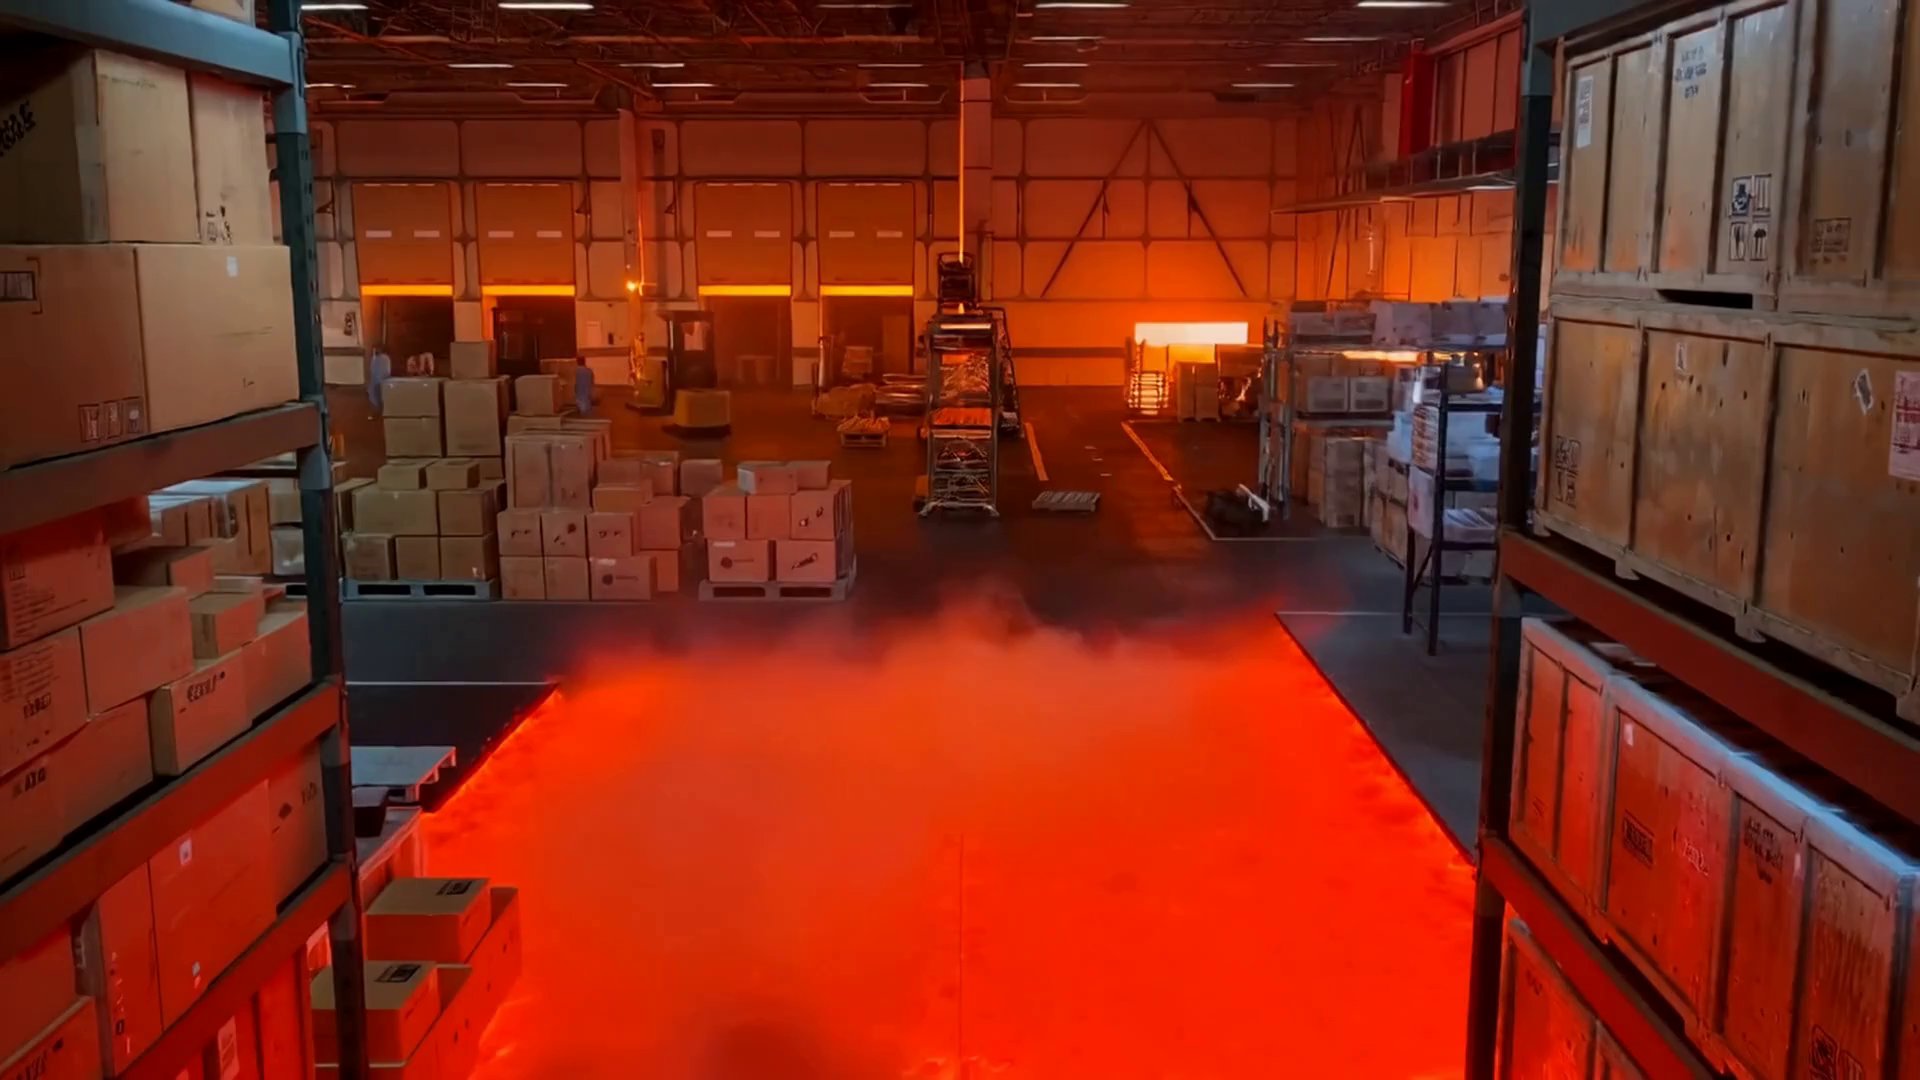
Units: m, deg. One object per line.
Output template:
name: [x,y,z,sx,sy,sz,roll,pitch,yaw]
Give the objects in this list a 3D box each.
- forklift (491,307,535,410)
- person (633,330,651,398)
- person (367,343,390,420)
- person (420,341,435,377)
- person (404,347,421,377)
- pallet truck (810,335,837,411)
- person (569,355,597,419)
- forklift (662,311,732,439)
forklift: [-10.749,-4.230,40.107,1.129,2.768,1.873,0,10,1]
person: [-9.050,-4.990,47.256,0.544,1.928,0.392,4,11,21]
person: [-14.287,-3.874,40.834,0.662,1.910,0.781,7,12,36]
person: [-13.621,-4.198,42.923,0.960,1.836,0.609,2,10,12]
person: [-14.626,-4.324,44.283,0.790,1.603,0.546,3,10,19]
pallet truck: [-3.021,-4.312,43.126,1.885,1.965,0.823,3,10,17]
person: [-8.347,-3.140,36.689,1.006,1.883,0.653,4,11,21]
forklift: [-5.903,-3.726,37.202,1.129,2.768,1.873,-5,11,-25]
